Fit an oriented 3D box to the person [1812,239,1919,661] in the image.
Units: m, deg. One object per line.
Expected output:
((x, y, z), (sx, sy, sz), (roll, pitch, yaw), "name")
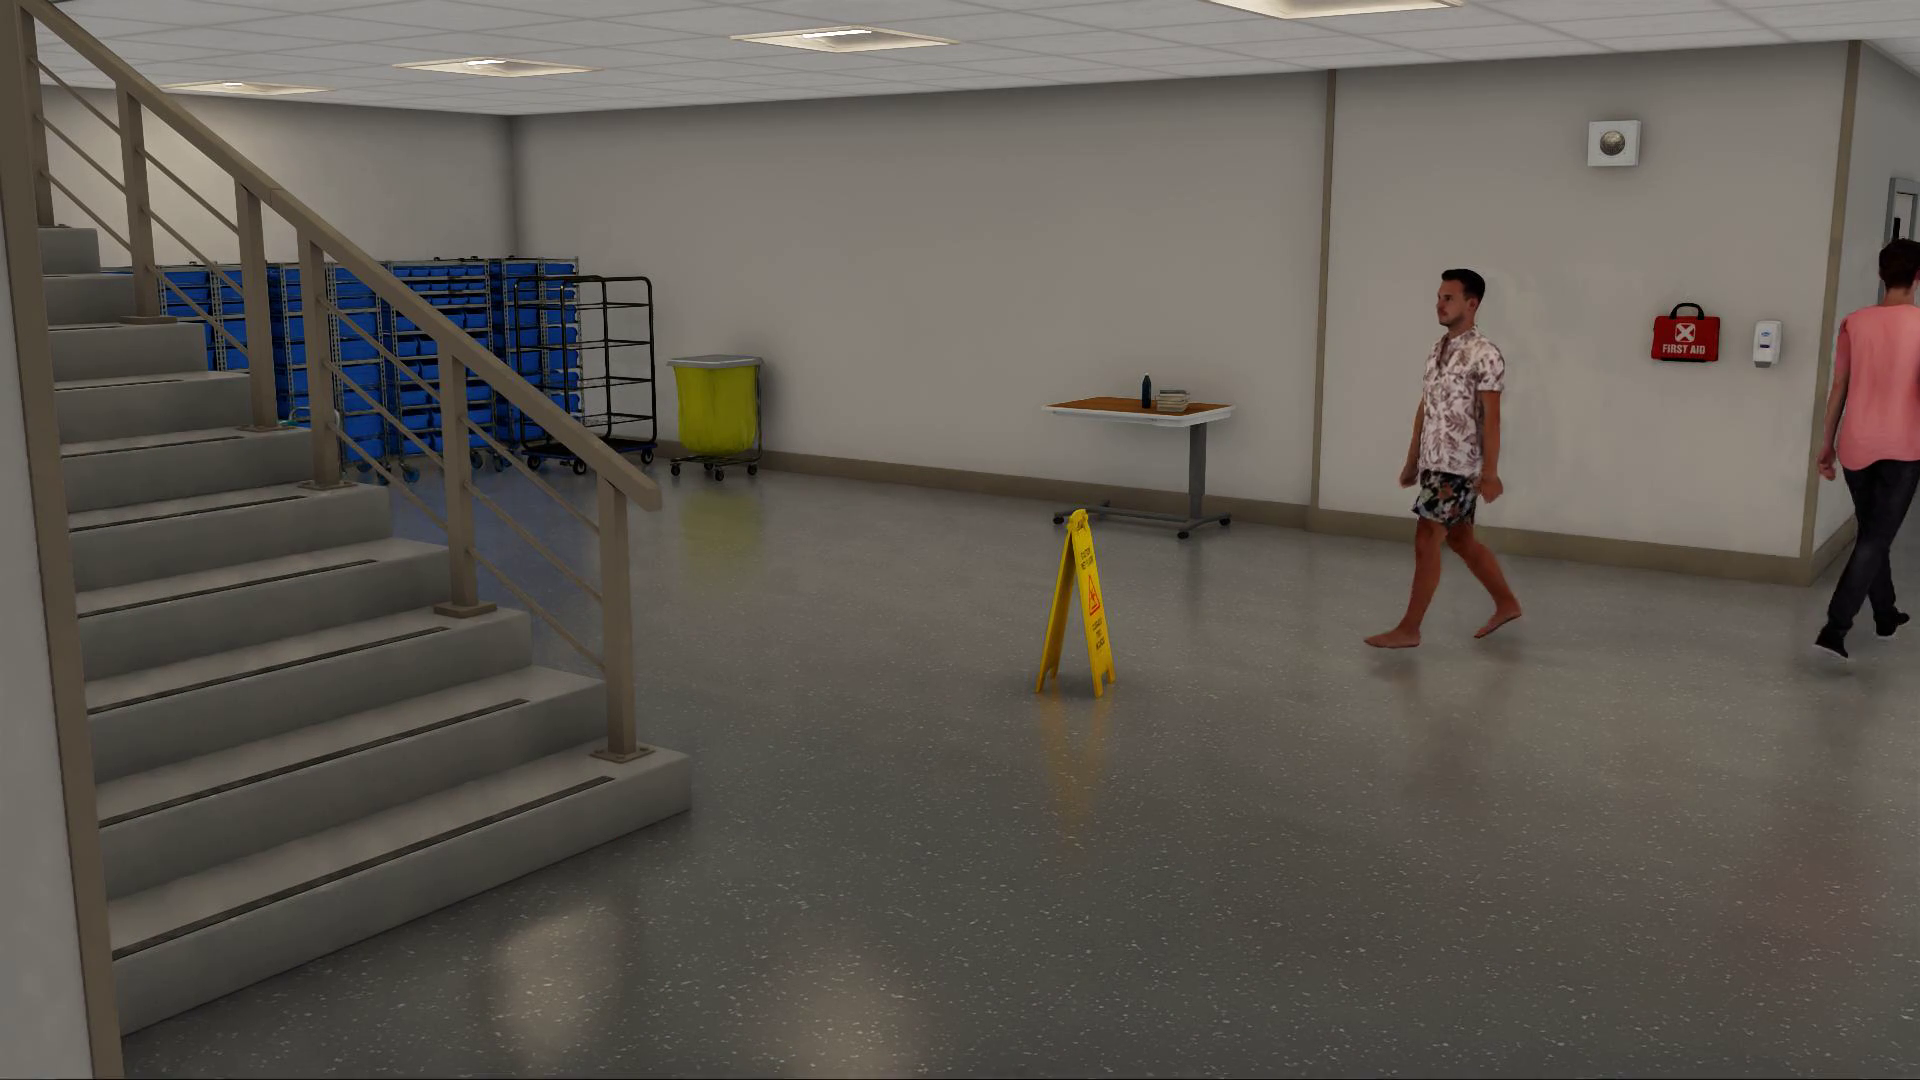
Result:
((4.157, -0.362, 7.594), (0.991, 1.906, 1.281), (-9, 14, -41), "person")

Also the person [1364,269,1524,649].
((2.437, -0.370, 7.927), (1.191, 1.797, 1.141), (-2, 11, -11), "person")
